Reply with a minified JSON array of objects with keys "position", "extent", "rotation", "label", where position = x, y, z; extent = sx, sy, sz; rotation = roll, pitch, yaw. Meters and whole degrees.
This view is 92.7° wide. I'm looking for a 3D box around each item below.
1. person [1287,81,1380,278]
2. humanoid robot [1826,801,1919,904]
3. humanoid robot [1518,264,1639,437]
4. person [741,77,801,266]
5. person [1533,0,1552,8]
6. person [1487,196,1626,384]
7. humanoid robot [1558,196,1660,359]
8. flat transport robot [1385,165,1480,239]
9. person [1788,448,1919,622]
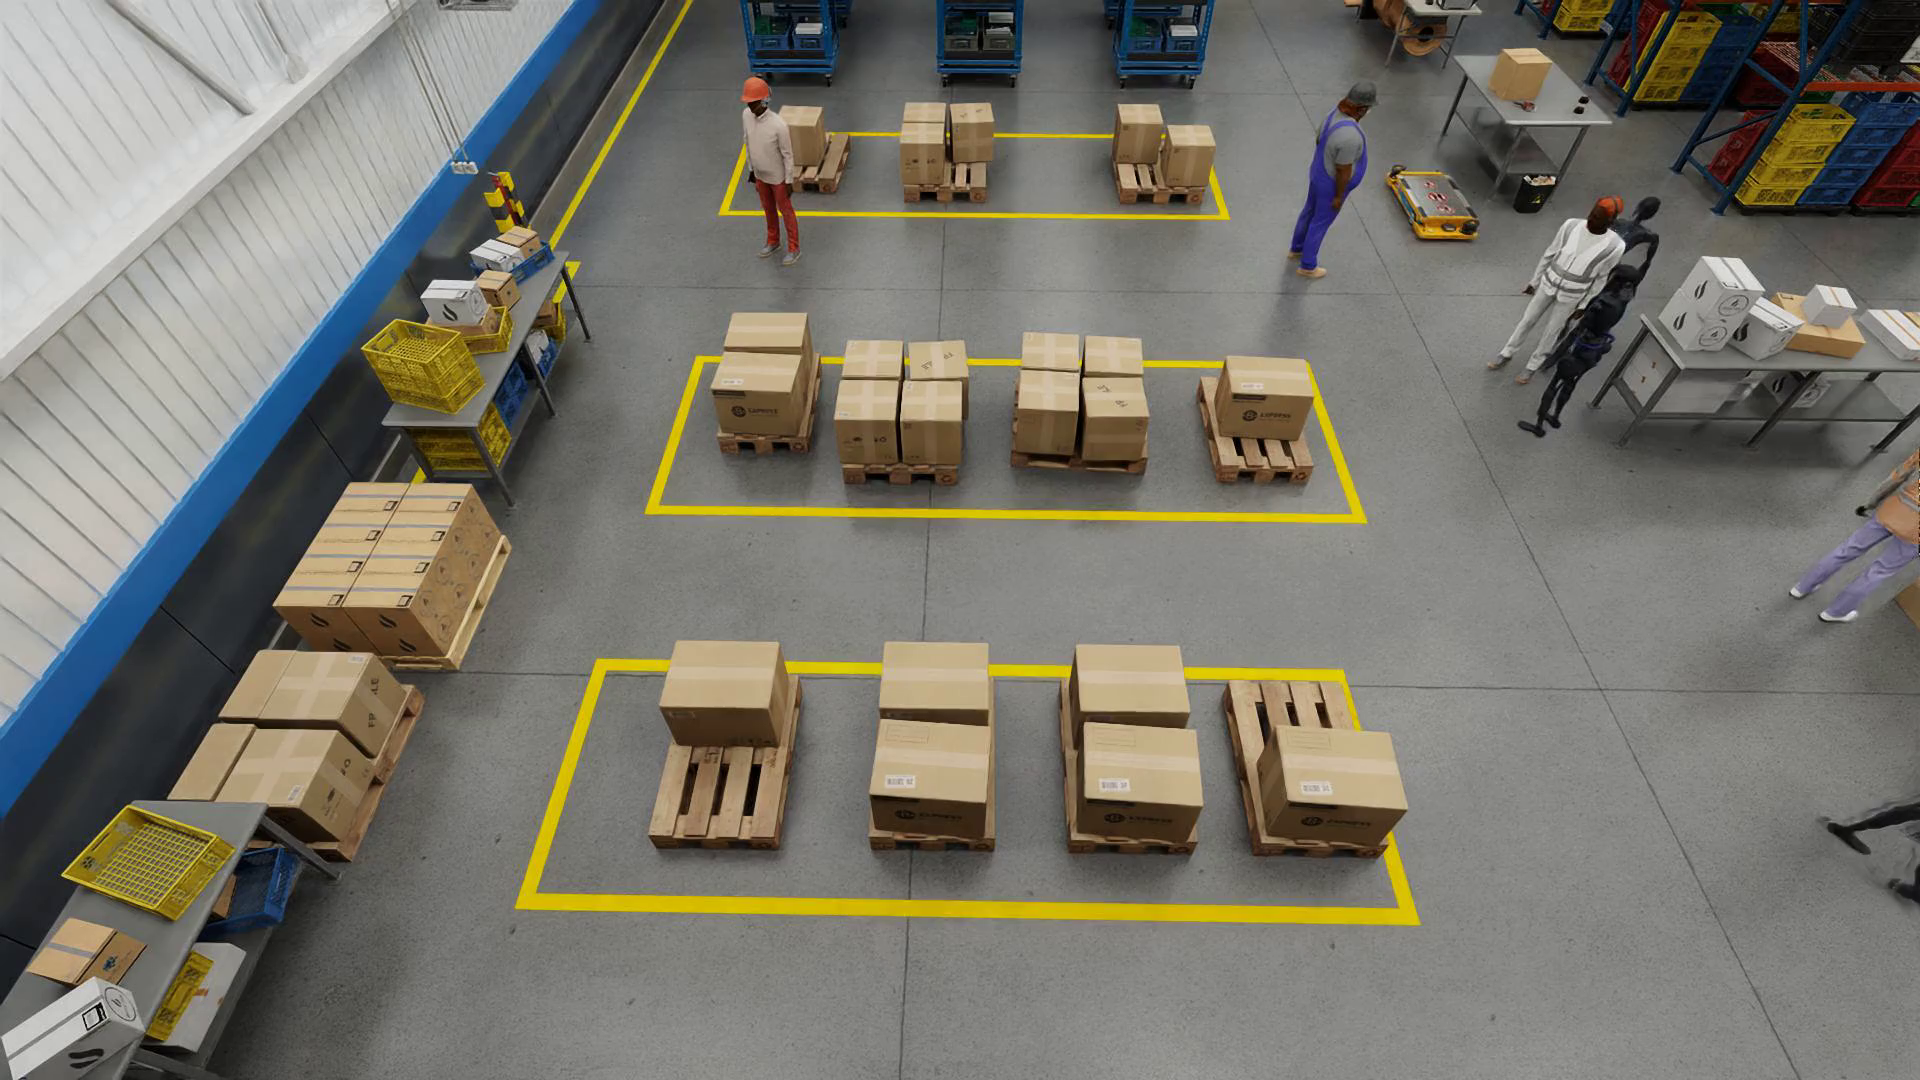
[{"position":[3.947,-3.786,9.640],"extent":[0.536,2.000,0.686],"rotation":[-3,49,-2],"label":"person"},{"position":[5.888,1.577,5.250],"extent":[0.604,1.634,0.726],"rotation":[-31,56,-24],"label":"humanoid robot"},{"position":[5.434,-1.665,8.036],"extent":[0.594,1.651,0.360],"rotation":[-24,53,-20],"label":"humanoid robot"},{"position":[-2.022,-3.901,9.769],"extent":[0.610,1.995,0.376],"rotation":[26,54,21],"label":"person"},{"position":[9.923,-9.637,14.885],"extent":[0.317,1.767,0.534],"rotation":[-18,52,-15],"label":"person"},{"position":[5.535,-2.286,8.445],"extent":[0.355,1.881,0.574],"rotation":[-30,55,-23],"label":"person"},{"position":[6.213,-2.549,8.821],"extent":[0.679,1.630,0.592],"rotation":[-31,56,-24],"label":"humanoid robot"},{"position":[5.692,-4.094,11.059],"extent":[0.652,0.197,1.431],"rotation":[1,49,1],"label":"flat transport robot"},{"position":[6.795,-0.129,6.554],"extent":[0.392,1.922,0.595],"rotation":[-16,51,-13],"label":"person"}]
